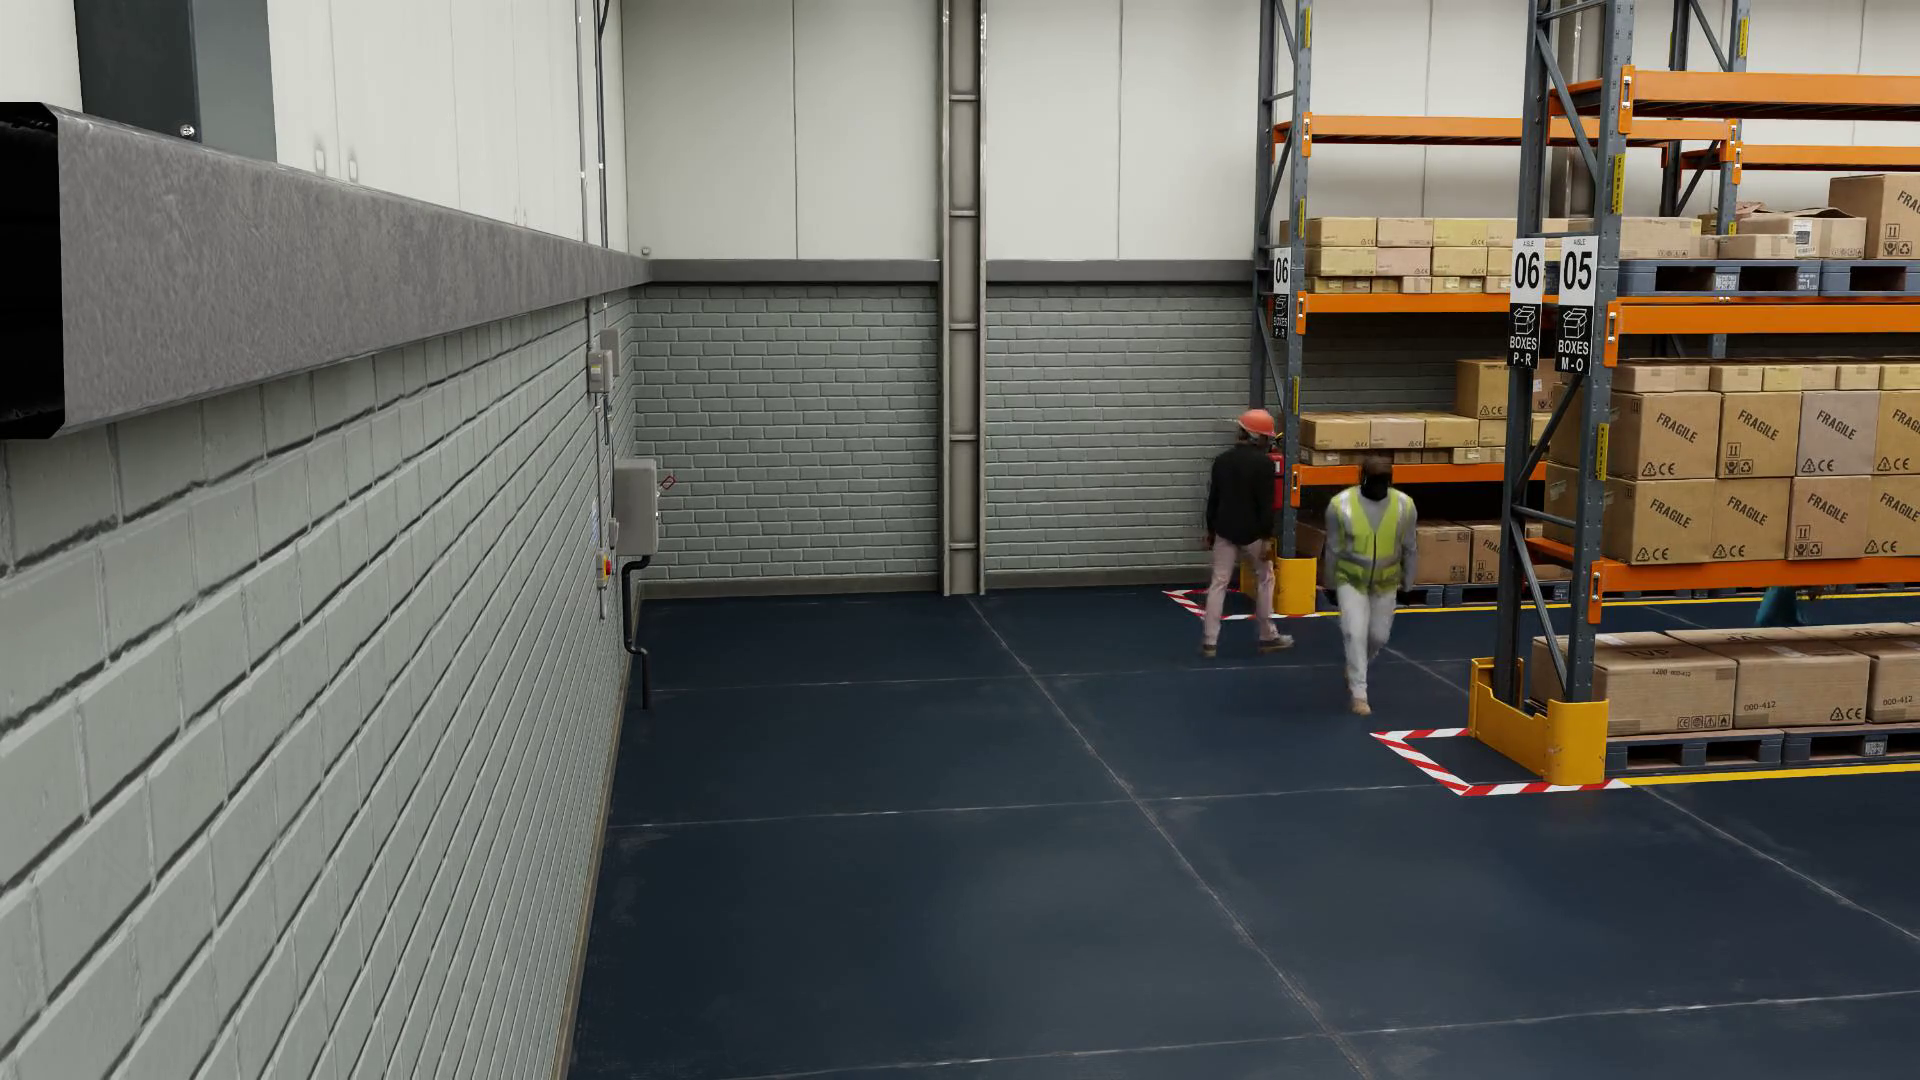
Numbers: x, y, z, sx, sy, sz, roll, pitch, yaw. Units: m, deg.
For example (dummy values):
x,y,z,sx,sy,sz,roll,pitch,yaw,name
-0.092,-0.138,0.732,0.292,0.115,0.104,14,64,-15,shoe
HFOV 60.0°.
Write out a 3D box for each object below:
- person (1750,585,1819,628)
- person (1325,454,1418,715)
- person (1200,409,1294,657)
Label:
x,y,z,sx,sy,sz,roll,pitch,yaw,name
5.952,0.203,11.946,0.943,1.809,0.573,-1,9,-7,person
2.835,0.271,11.598,0.637,1.808,0.699,0,9,2,person
2.258,-0.060,13.138,0.704,1.946,0.792,9,13,44,person
